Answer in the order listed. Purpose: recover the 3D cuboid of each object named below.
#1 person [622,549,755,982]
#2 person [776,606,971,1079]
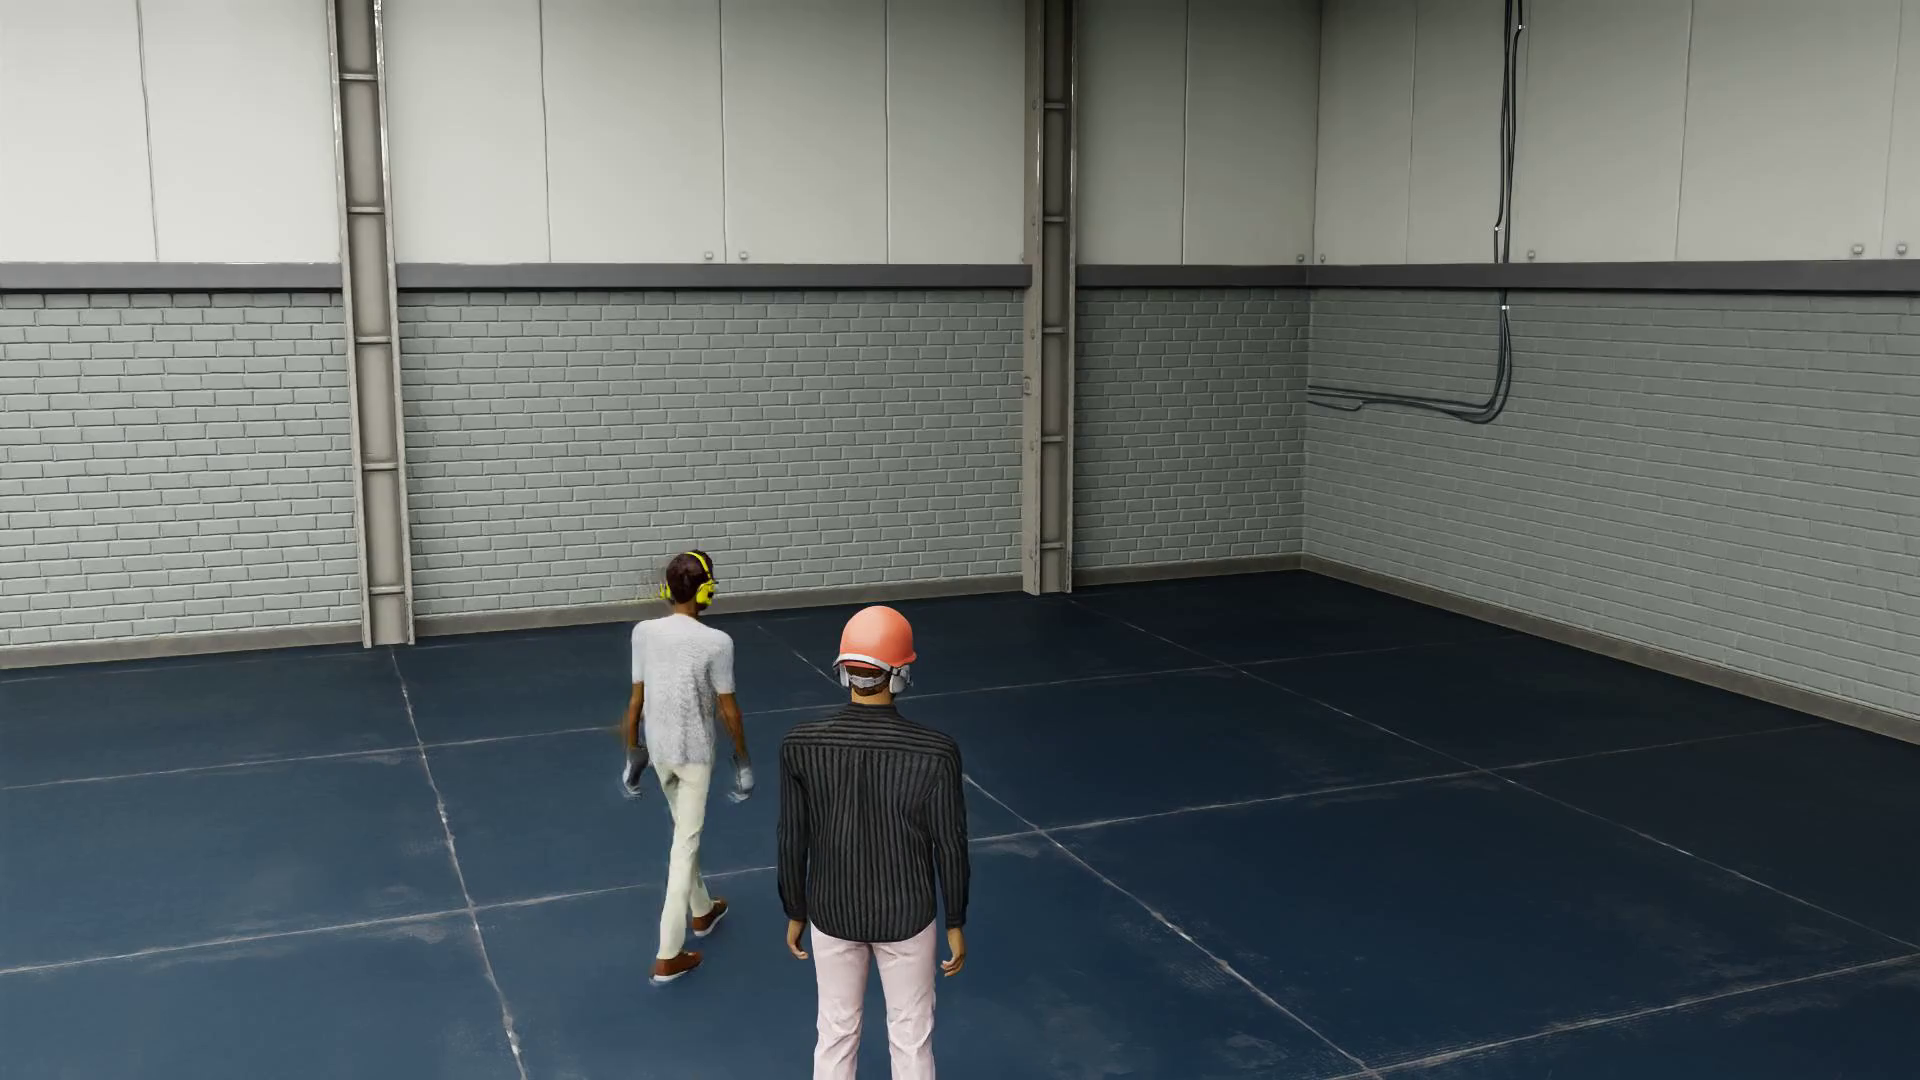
[{"bbox_3d":[-1.158,0.953,7.382,0.559,1.832,0.883,4,10,24],"label":"person"},{"bbox_3d":[-0.270,1.195,5.353,0.625,1.992,0.386,2,9,11],"label":"person"}]
